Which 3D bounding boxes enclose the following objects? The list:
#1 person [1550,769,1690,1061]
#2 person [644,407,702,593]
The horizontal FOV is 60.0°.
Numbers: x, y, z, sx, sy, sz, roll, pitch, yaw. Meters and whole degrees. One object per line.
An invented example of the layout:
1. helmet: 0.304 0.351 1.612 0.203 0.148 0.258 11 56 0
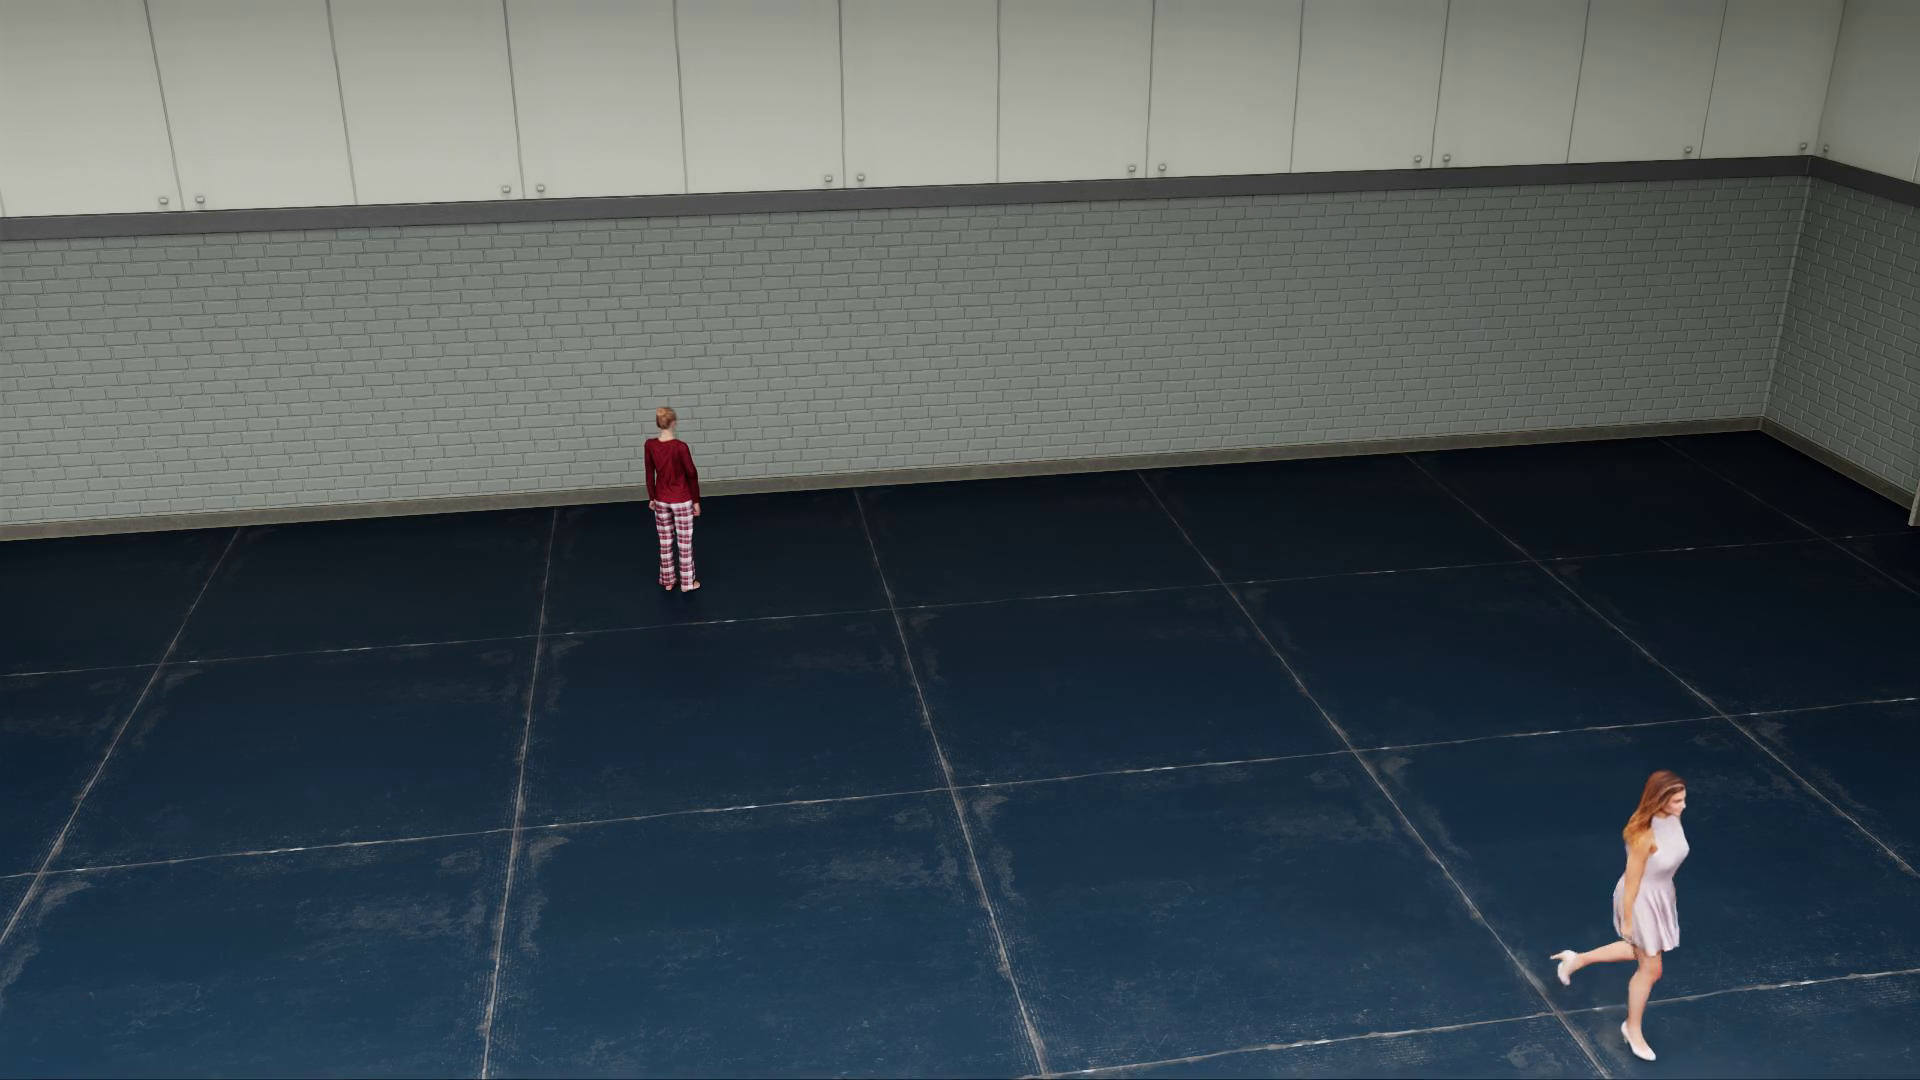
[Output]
1. person: 3.620 1.972 8.991 0.834 1.749 0.997 -18 29 -35
2. person: -2.511 -0.364 14.545 0.689 1.703 0.657 6 24 14
